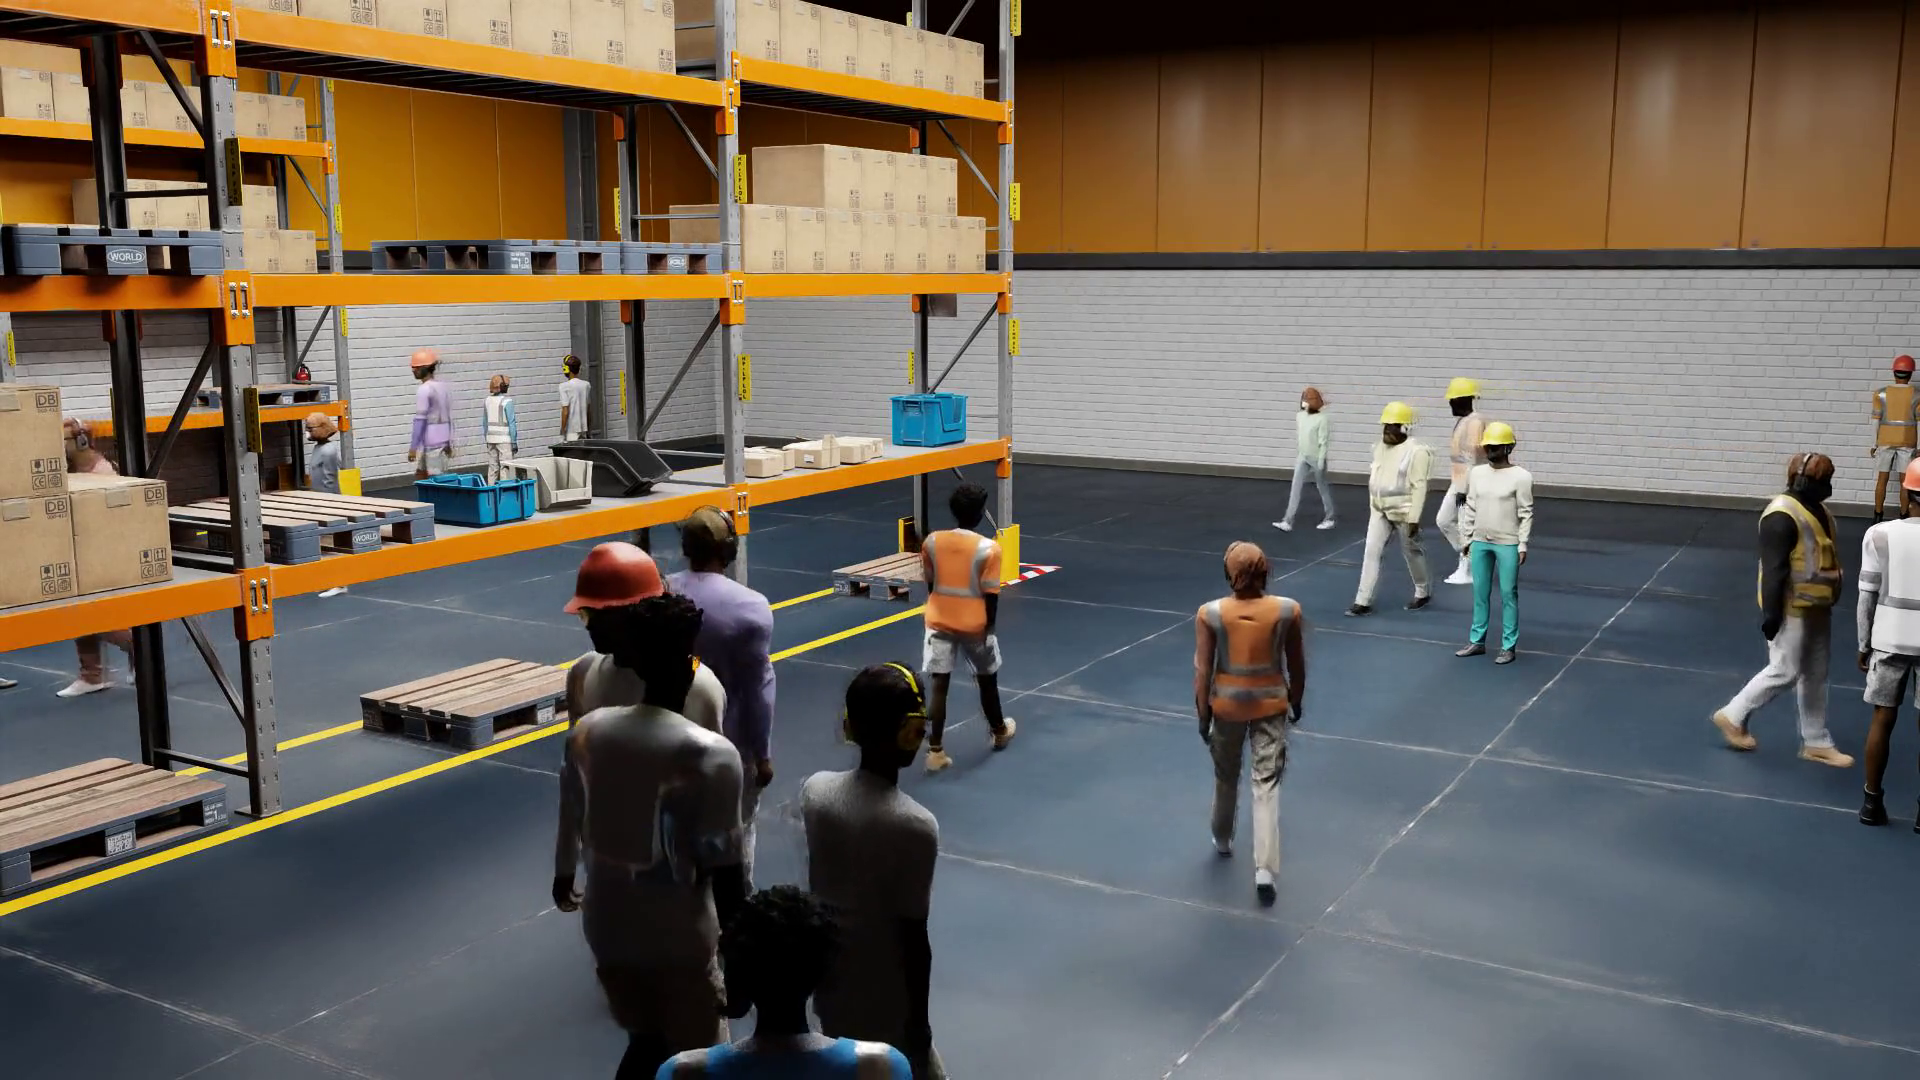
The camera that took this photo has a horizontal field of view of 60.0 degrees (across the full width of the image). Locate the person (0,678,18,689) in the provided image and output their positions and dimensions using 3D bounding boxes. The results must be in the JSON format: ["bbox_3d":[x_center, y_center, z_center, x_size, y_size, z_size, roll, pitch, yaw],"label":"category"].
[{"bbox_3d":[-6.767,0.119,11.267,0.570,1.849,0.379,4,10,25],"label":"person"}]

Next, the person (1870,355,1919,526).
[{"bbox_3d":[10.442,-1.088,18.530,0.545,1.938,0.359,6,11,32],"label":"person"}]

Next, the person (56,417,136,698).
[{"bbox_3d":[-5.841,0.111,11.191,0.650,1.890,0.515,8,12,40],"label":"person"}]

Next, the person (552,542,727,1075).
[{"bbox_3d":[-1.020,1.006,5.195,0.633,2.020,0.602,7,11,35],"label":"person"}]

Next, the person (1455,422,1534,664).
[{"bbox_3d":[3.905,0.021,12.147,0.315,1.767,0.535,-8,12,-39],"label":"person"}]

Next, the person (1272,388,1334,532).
[{"bbox_3d":[3.840,-0.878,18.288,0.877,1.582,0.517,-6,11,-34],"label":"person"}]

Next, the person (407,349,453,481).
[{"bbox_3d":[-5.816,-1.061,18.092,0.694,2.018,0.610,0,9,-2],"label":"person"}]

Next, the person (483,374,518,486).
[{"bbox_3d":[-5.491,-1.158,19.900,0.523,1.638,0.311,6,11,34],"label":"person"}]

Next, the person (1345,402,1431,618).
[{"bbox_3d":[3.630,-0.254,13.809,0.921,1.789,0.609,-7,11,-36],"label":"person"}]

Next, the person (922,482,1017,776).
[{"bbox_3d":[0.045,0.483,9.633,0.539,1.645,0.882,4,10,24],"label":"person"}]

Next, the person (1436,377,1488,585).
[{"bbox_3d":[4.576,-0.526,15.125,0.428,1.905,0.612,0,9,1],"label":"person"}]

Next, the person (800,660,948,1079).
[{"bbox_3d":[-0.218,1.227,4.361,0.530,1.849,0.385,7,12,39],"label":"person"}]

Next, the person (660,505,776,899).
[{"bbox_3d":[-1.058,0.813,6.744,0.636,1.918,0.767,4,10,23],"label":"person"}]

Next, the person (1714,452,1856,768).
[{"bbox_3d":[4.845,0.391,9.664,0.636,1.825,0.719,-8,12,-40],"label":"person"}]

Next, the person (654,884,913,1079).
[{"bbox_3d":[-0.348,1.494,3.312,0.553,1.647,0.890,-1,9,-6],"label":"person"}]

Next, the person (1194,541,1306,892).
[{"bbox_3d":[1.357,0.805,7.788,0.521,1.596,0.864,1,9,8],"label":"person"}]

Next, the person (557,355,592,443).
[{"bbox_3d":[-4.644,-1.286,19.987,0.317,1.868,0.550,5,11,30],"label":"person"}]

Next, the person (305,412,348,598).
[{"bbox_3d":[-5.600,-0.313,14.657,0.281,1.627,0.514,-6,11,-32],"label":"person"}]

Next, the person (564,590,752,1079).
[{"bbox_3d":[-0.854,1.116,4.766,0.621,1.953,0.399,6,11,32],"label":"person"}]

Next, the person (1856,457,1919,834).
[{"bbox_3d":[4.859,0.524,8.455,0.550,1.942,0.346,8,12,40],"label":"person"}]
